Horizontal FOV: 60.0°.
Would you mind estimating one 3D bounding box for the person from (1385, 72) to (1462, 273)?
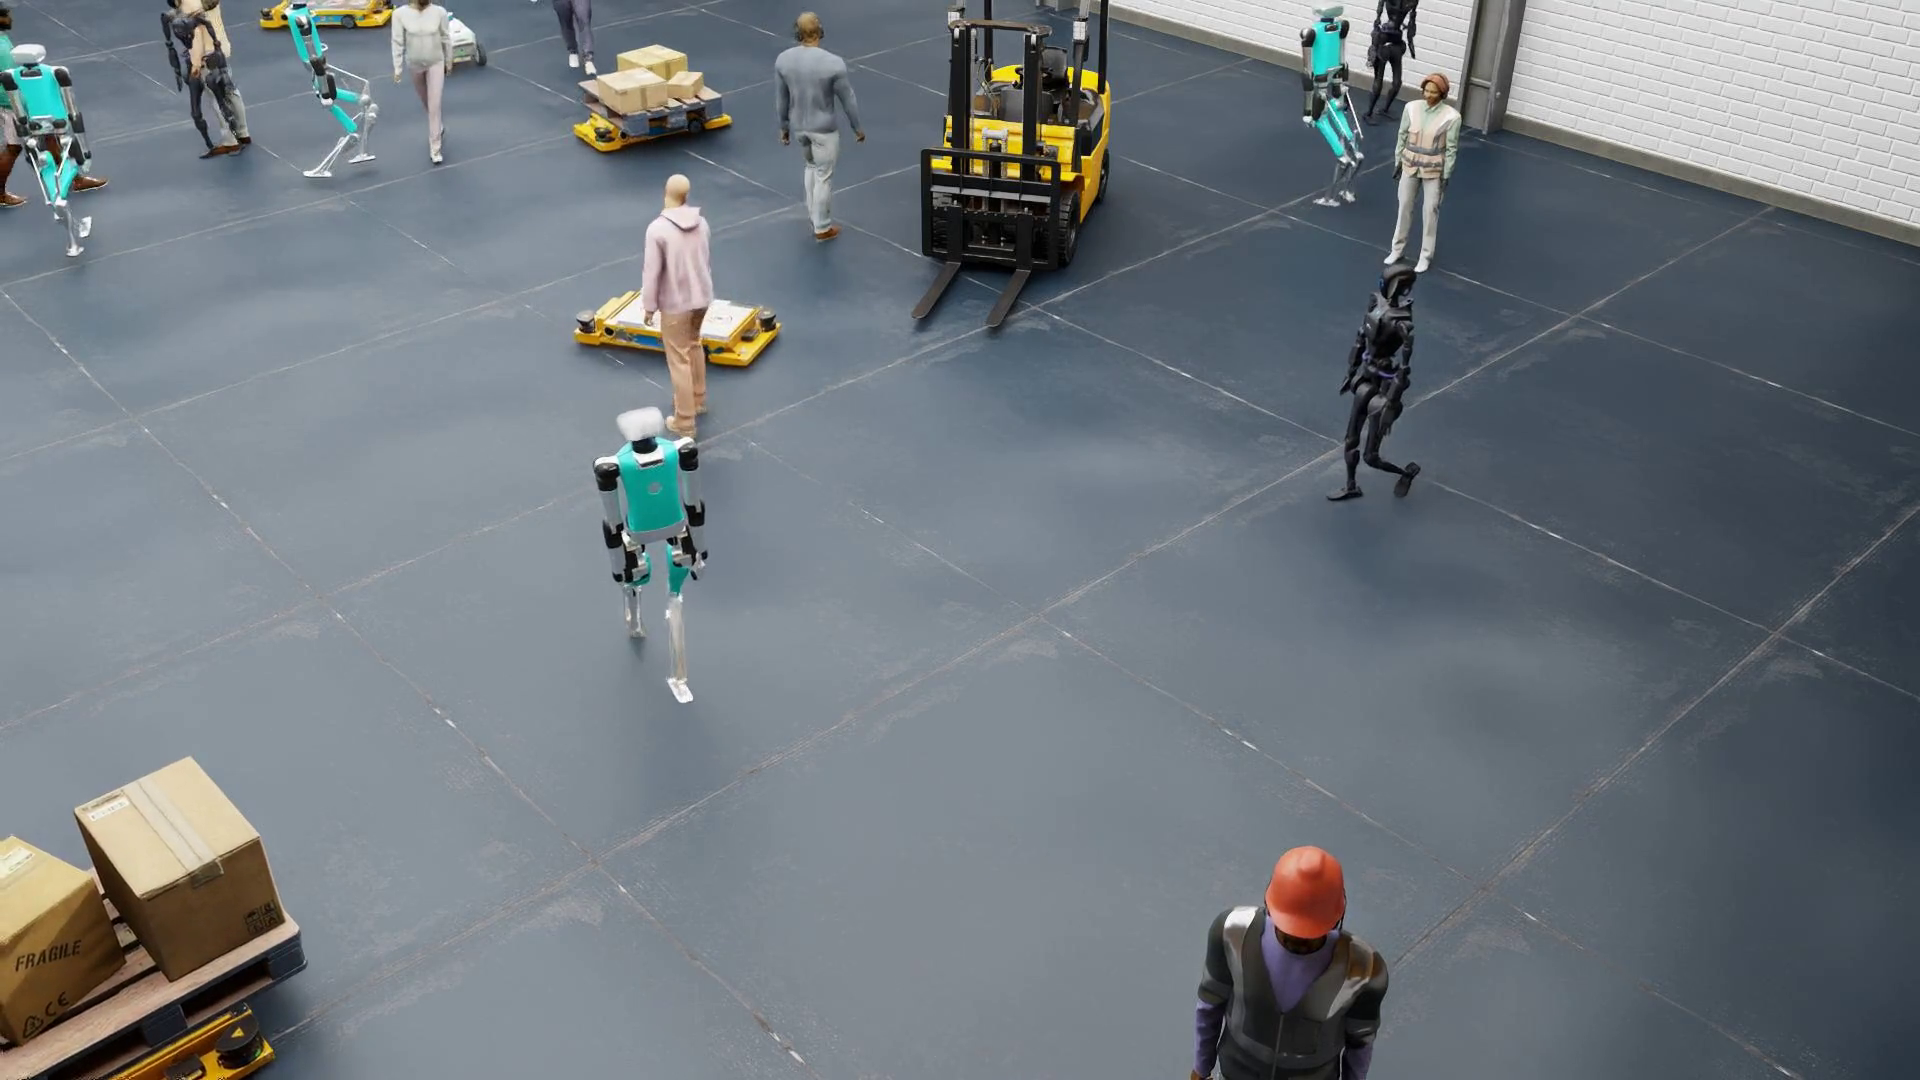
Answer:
[{"bbox_3d":[3.767,-2.990,13.516,0.515,1.633,0.312,24,40,32],"label":"person"}]

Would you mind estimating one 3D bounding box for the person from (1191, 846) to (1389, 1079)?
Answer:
[{"bbox_3d":[1.088,1.840,5.717,0.607,2.048,0.366,11,35,16],"label":"person"}]

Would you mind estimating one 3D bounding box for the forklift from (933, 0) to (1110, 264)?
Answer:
[{"bbox_3d":[0.570,-3.725,14.138,1.214,2.155,2.313,9,34,13],"label":"forklift"}]

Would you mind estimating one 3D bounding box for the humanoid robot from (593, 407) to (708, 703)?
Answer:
[{"bbox_3d":[-1.697,-0.033,8.904,0.545,1.792,0.917,-14,36,-21],"label":"humanoid robot"}]

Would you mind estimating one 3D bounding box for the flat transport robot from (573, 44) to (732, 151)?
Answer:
[{"bbox_3d":[-3.072,-4.191,16.615,1.431,0.231,0.659,-20,38,-28],"label":"flat transport robot"}]

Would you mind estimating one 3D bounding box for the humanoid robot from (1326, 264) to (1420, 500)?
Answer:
[{"bbox_3d":[2.658,-0.975,10.387,0.542,1.636,0.595,-10,34,-15],"label":"humanoid robot"}]

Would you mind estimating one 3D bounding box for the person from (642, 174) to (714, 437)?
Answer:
[{"bbox_3d":[-1.869,-1.585,11.249,0.463,1.748,0.575,20,38,28],"label":"person"}]

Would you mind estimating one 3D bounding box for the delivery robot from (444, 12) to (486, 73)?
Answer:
[{"bbox_3d":[-5.615,-5.533,18.399,0.499,0.577,0.769,-19,38,-26],"label":"delivery robot"}]

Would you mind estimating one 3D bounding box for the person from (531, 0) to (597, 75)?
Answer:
[{"bbox_3d":[-4.203,-5.918,17.846,0.814,1.824,0.917,-8,34,-12],"label":"person"}]

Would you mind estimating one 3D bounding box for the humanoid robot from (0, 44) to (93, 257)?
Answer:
[{"bbox_3d":[-7.446,-3.110,13.619,0.537,1.736,1.019,-5,33,-7],"label":"humanoid robot"}]

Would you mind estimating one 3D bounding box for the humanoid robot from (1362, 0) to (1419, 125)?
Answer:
[{"bbox_3d":[4.256,-4.928,16.459,0.589,1.633,0.386,-19,38,-27],"label":"humanoid robot"}]

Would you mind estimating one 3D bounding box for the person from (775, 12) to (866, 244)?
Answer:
[{"bbox_3d":[-1.168,-3.467,13.996,0.676,1.921,0.540,16,36,23],"label":"person"}]

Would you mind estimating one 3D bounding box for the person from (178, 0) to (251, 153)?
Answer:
[{"bbox_3d":[-7.119,-4.616,15.797,0.394,1.876,0.553,4,33,7],"label":"person"}]

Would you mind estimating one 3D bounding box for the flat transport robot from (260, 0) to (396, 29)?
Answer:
[{"bbox_3d":[-7.546,-6.310,19.871,1.431,0.231,0.659,-1,33,-1],"label":"flat transport robot"}]

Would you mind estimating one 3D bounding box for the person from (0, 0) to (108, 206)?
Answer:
[{"bbox_3d":[-8.336,-3.859,14.709,0.978,1.795,0.523,-16,36,-23],"label":"person"}]

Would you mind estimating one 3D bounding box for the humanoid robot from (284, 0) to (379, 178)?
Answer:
[{"bbox_3d":[-5.728,-4.188,15.265,0.927,1.762,0.546,-16,36,-23],"label":"humanoid robot"}]

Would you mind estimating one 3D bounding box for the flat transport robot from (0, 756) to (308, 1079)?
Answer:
[{"bbox_3d":[-3.588,1.953,7.172,0.659,0.231,1.431,-28,42,-36],"label":"flat transport robot"}]

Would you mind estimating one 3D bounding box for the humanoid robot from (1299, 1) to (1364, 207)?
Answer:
[{"bbox_3d":[3.348,-3.789,14.651,0.565,1.755,0.787,-22,39,-30],"label":"humanoid robot"}]

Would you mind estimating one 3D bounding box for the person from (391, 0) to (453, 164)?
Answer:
[{"bbox_3d":[-5.080,-4.526,15.811,0.549,1.700,0.916,-6,34,-10],"label":"person"}]

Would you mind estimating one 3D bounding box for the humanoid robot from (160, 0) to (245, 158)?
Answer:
[{"bbox_3d":[-7.146,-4.424,15.689,0.611,1.643,0.494,7,34,10],"label":"humanoid robot"}]

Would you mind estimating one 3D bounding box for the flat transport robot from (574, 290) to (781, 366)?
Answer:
[{"bbox_3d":[-2.152,-1.629,12.677,1.431,0.231,0.659,10,34,15],"label":"flat transport robot"}]
